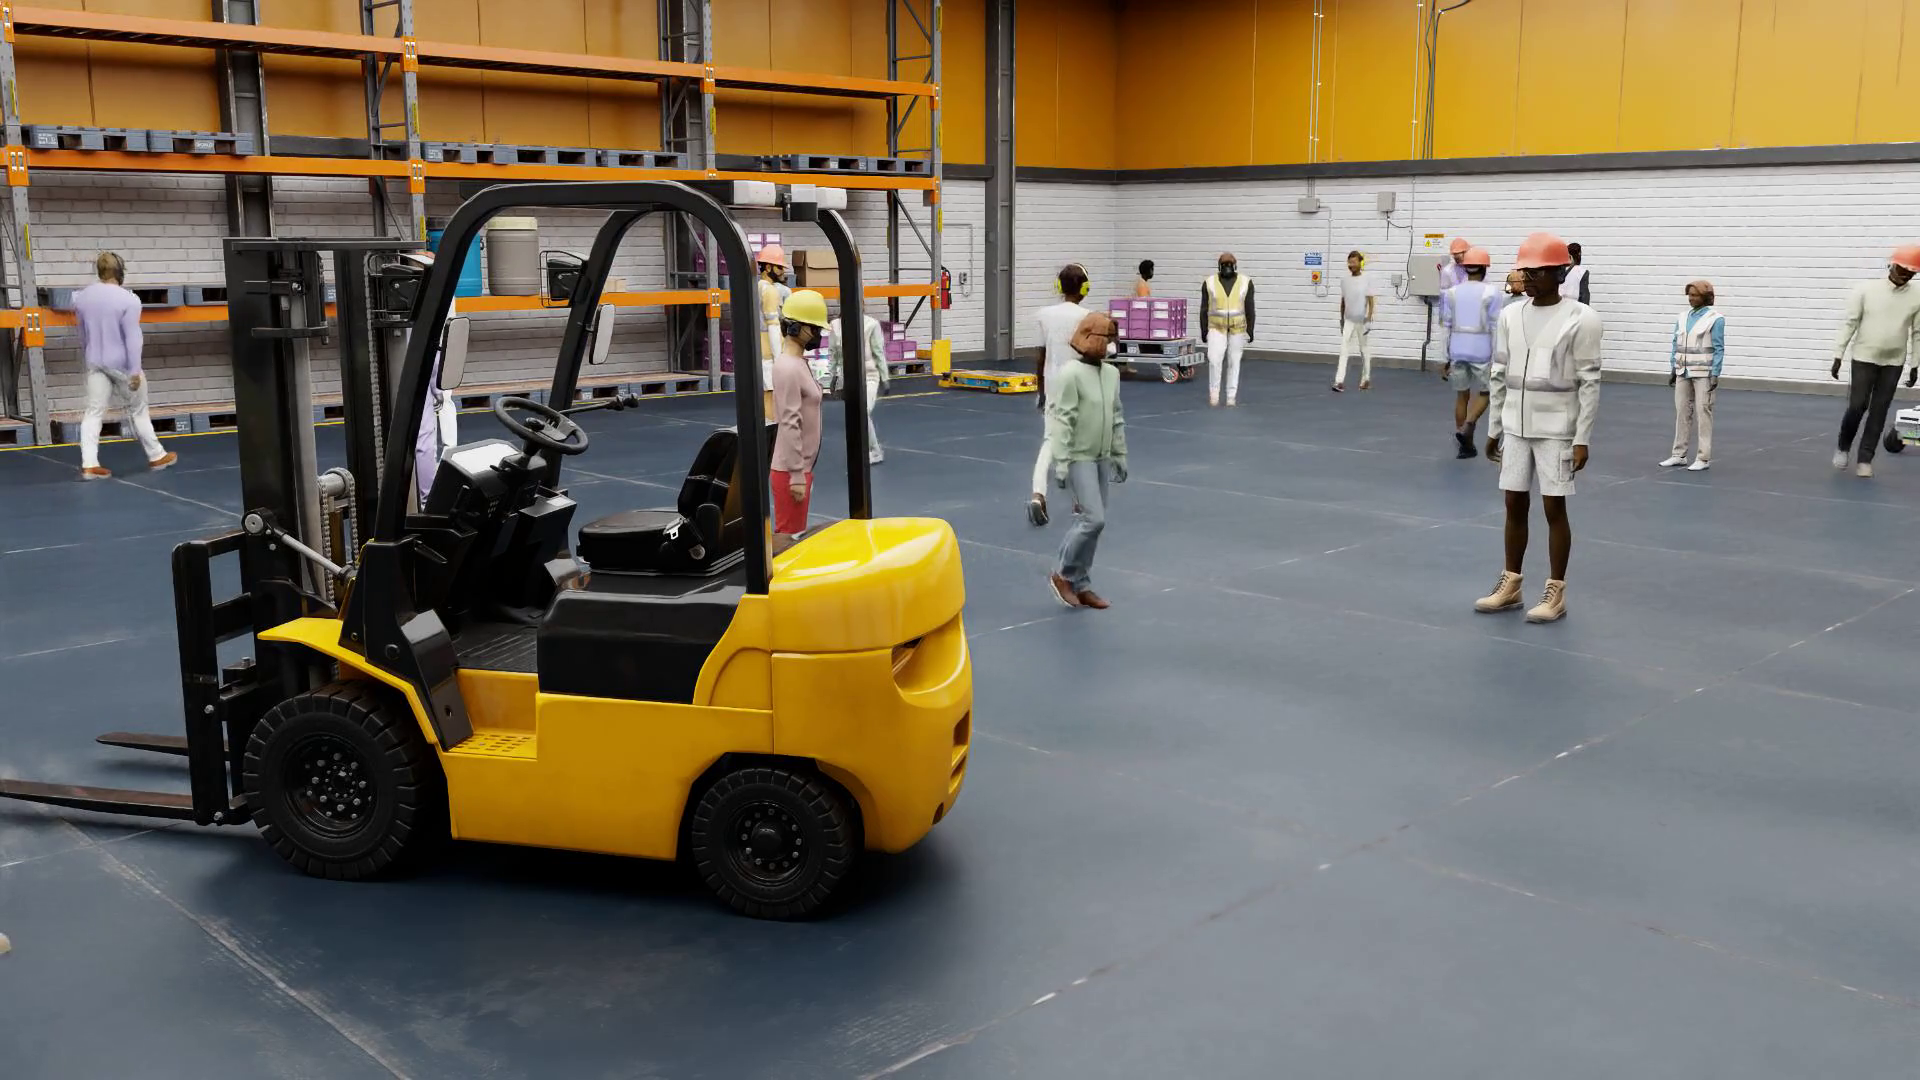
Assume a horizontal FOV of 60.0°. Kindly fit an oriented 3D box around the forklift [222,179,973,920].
[{"bbox_3d":[-1.114,-0.058,5.440,2.313,2.155,1.214,2,11,13],"label":"forklift"}]

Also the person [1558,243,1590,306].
[{"bbox_3d":[8.233,-3.045,22.476,0.392,1.922,0.591,-7,12,-33],"label":"person"}]

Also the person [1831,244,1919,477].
[{"bbox_3d":[7.677,-1.483,13.877,0.686,1.950,0.498,2,11,13],"label":"person"}]

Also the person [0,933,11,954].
[{"bbox_3d":[-3.128,0.264,4.786,0.886,1.810,0.637,4,11,20],"label":"person"}]

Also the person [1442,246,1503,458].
[{"bbox_3d":[4.598,-1.680,14.999,0.557,1.923,0.509,8,13,38],"label":"person"}]

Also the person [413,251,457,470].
[{"bbox_3d":[-4.555,-1.526,14.301,0.573,1.883,0.356,7,12,32],"label":"person"}]

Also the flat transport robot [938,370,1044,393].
[{"bbox_3d":[0.439,-2.080,21.714,0.652,0.197,1.431,-10,14,-43],"label":"flat transport robot"}]

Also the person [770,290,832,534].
[{"bbox_3d":[-0.784,-0.338,8.165,0.331,1.759,0.522,0,10,-2],"label":"person"}]

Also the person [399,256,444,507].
[{"bbox_3d":[-3.964,-1.071,11.748,0.638,1.911,0.402,-3,11,-14],"label":"person"}]

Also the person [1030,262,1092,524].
[{"bbox_3d":[0.726,-1.041,11.782,0.520,1.841,0.891,4,11,22],"label":"person"}]

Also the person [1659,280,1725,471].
[{"bbox_3d":[6.355,-1.419,14.383,0.308,1.636,0.524,-4,11,-22],"label":"person"}]

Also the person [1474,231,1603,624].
[{"bbox_3d":[3.014,-0.582,8.714,0.391,2.040,0.615,-8,13,-36],"label":"person"}]

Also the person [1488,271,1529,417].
[{"bbox_3d":[6.076,-2.134,18.290,0.286,1.633,0.499,-3,11,-17],"label":"person"}]

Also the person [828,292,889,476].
[{"bbox_3d":[-0.843,-1.372,14.281,0.532,1.590,0.728,7,12,32],"label":"person"}]

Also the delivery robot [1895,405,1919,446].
[{"bbox_3d":[9.009,-1.104,15.360,0.707,0.478,0.477,-4,11,-23],"label":"delivery robot"}]

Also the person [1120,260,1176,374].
[{"bbox_3d":[2.751,-3.237,24.243,0.863,1.646,0.544,1,10,6],"label":"person"}]

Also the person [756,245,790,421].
[{"bbox_3d":[-1.713,-1.683,15.029,0.374,1.929,0.542,-5,12,-26],"label":"person"}]

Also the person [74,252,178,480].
[{"bbox_3d":[-7.099,-1.466,14.002,0.648,1.880,1.047,2,11,10],"label":"person"}]

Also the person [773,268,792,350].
[{"bbox_3d":[-2.193,-2.452,19.728,0.492,1.742,0.321,3,11,14],"label":"person"}]

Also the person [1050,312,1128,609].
[{"bbox_3d":[0.709,-0.411,8.927,0.363,1.616,0.522,8,13,38],"label":"person"}]

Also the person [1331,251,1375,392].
[{"bbox_3d":[5.144,-2.835,21.622,0.513,1.825,0.981,6,12,31],"label":"person"}]

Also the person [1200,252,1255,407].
[{"bbox_3d":[3.161,-2.472,19.648,0.636,1.818,0.633,1,10,6],"label":"person"}]

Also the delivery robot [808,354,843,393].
[{"bbox_3d":[-1.674,-2.057,20.558,0.477,0.478,0.707,-3,11,-18],"label":"delivery robot"}]

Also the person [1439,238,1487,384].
[{"bbox_3d":[6.851,-3.095,22.591,0.654,1.977,1.080,8,13,39],"label":"person"}]
